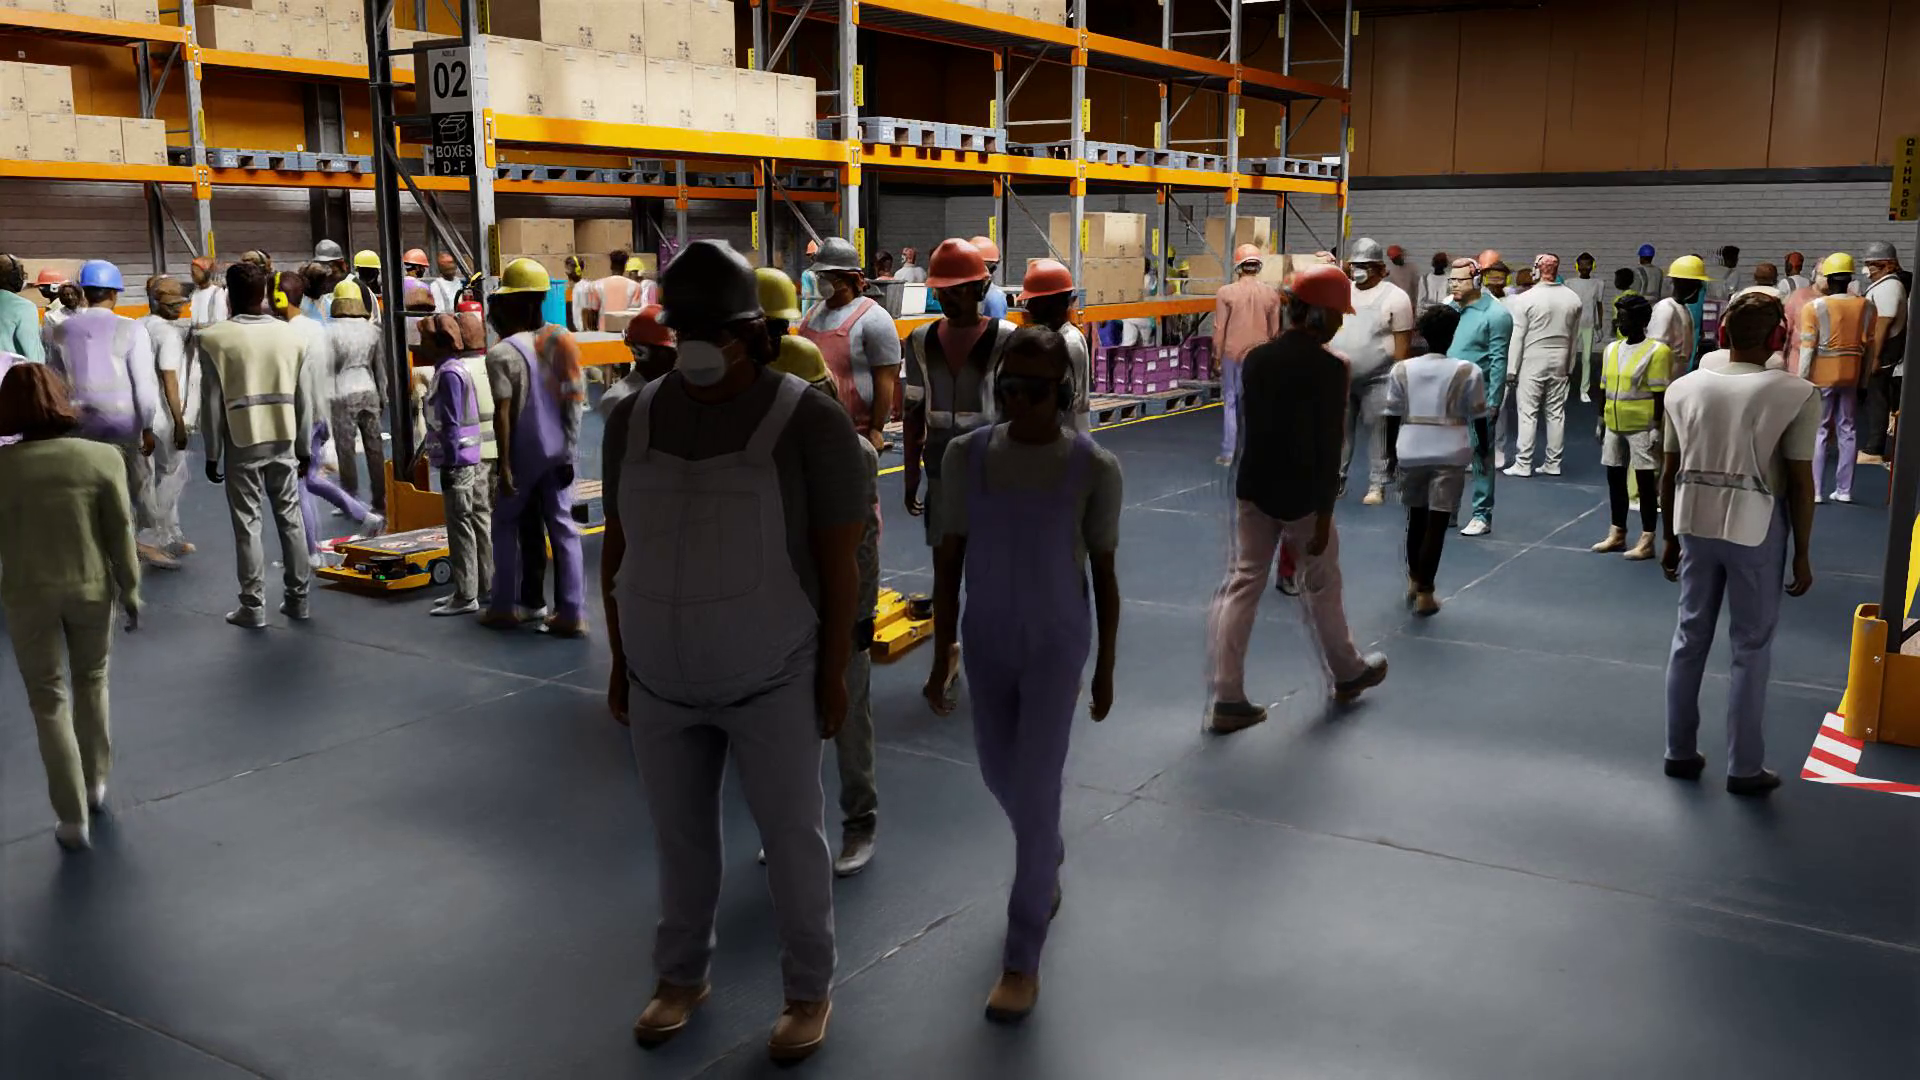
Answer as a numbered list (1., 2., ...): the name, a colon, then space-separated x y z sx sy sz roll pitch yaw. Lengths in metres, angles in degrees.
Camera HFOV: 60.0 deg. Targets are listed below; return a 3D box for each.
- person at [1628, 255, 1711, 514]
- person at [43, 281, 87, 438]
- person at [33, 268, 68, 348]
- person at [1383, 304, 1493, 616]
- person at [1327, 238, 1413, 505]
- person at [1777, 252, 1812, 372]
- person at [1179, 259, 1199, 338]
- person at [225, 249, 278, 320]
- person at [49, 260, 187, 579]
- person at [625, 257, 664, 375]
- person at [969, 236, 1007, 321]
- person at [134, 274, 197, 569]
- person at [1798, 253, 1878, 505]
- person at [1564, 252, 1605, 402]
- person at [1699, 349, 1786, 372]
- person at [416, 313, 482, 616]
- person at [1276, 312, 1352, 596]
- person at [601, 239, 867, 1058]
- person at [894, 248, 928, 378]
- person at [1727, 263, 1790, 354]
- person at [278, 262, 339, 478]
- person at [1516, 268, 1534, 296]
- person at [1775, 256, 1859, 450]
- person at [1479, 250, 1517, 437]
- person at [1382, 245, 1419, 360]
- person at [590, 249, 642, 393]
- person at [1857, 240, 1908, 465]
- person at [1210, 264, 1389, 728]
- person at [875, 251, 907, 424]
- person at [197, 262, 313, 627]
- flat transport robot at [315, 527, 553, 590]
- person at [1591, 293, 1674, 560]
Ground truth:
1. person: 5.295 -1.151 12.387 0.434 1.912 0.599 8 13 39
2. person: -8.301 -1.603 15.624 0.523 1.640 0.306 -8 13 -37
3. person: -8.810 -1.776 16.267 0.333 1.749 0.575 -8 13 -36
4. person: 2.639 -0.448 9.113 0.545 1.672 0.698 8 13 37
5. person: 3.071 -1.289 12.774 0.673 2.000 0.536 9 13 40
6. person: 9.983 -2.513 20.013 0.584 1.879 0.363 -5 12 -27
7. person: 3.387 -3.293 24.732 0.316 1.735 0.480 -3 11 -14
8. person: -6.286 -1.640 15.011 0.629 1.937 0.379 0 10 -1
9. person: -5.096 -0.720 10.009 0.626 1.894 0.912 0 10 -1
10. person: -4.215 -2.860 22.147 0.587 1.806 0.857 6 12 29
11. person: 0.154 -1.244 12.505 0.366 2.048 0.607 -3 11 -18
12. person: -5.091 -0.744 10.394 0.687 1.821 0.571 7 12 34
13. person: 6.688 -1.231 12.770 0.591 1.923 0.381 -1 10 -4
14. person: 7.767 -2.649 20.784 0.532 1.868 0.310 3 11 14
15. person: 4.709 -0.598 10.070 0.507 1.633 0.276 8 13 37
16. person: -2.767 -0.414 9.062 0.324 1.631 0.521 -3 11 -18
17. person: 1.918 -0.534 9.435 0.599 1.725 0.412 -1 10 -6
18. person: -0.593 0.275 4.105 0.686 2.000 0.535 3 11 15
19. person: -0.758 -3.330 24.454 0.409 1.908 0.647 9 14 41
20. person: 8.021 -1.888 16.780 0.636 1.804 0.941 7 12 33
21. person: -5.517 -1.449 14.246 0.429 1.836 0.632 3 11 18
22. person: 7.844 -2.950 23.103 0.504 1.632 0.269 -10 14 -44
23. person: 7.708 -1.605 14.958 0.689 1.886 0.466 6 12 30
24. person: 5.328 -1.965 16.872 0.579 1.904 0.831 3 11 18
25. person: 7.211 -3.820 27.102 0.712 1.942 0.377 -1 10 -7
26. person: -4.012 -2.434 19.445 0.619 1.928 0.897 -2 10 -9
27. person: 8.294 -1.716 15.137 0.536 2.000 0.684 5 11 25
28. person: 1.435 -0.192 7.025 1.077 1.918 0.597 -8 13 -38
29. person: -0.782 -2.098 17.645 0.598 1.906 0.404 -8 13 -38
30. person: -3.683 -0.497 8.759 0.396 1.910 0.579 9 14 42
31. flat transport robot: -3.126 0.066 10.169 0.652 0.197 1.431 7 12 33
32. person: 4.287 -0.724 10.628 0.320 1.687 0.539 -5 11 -25
